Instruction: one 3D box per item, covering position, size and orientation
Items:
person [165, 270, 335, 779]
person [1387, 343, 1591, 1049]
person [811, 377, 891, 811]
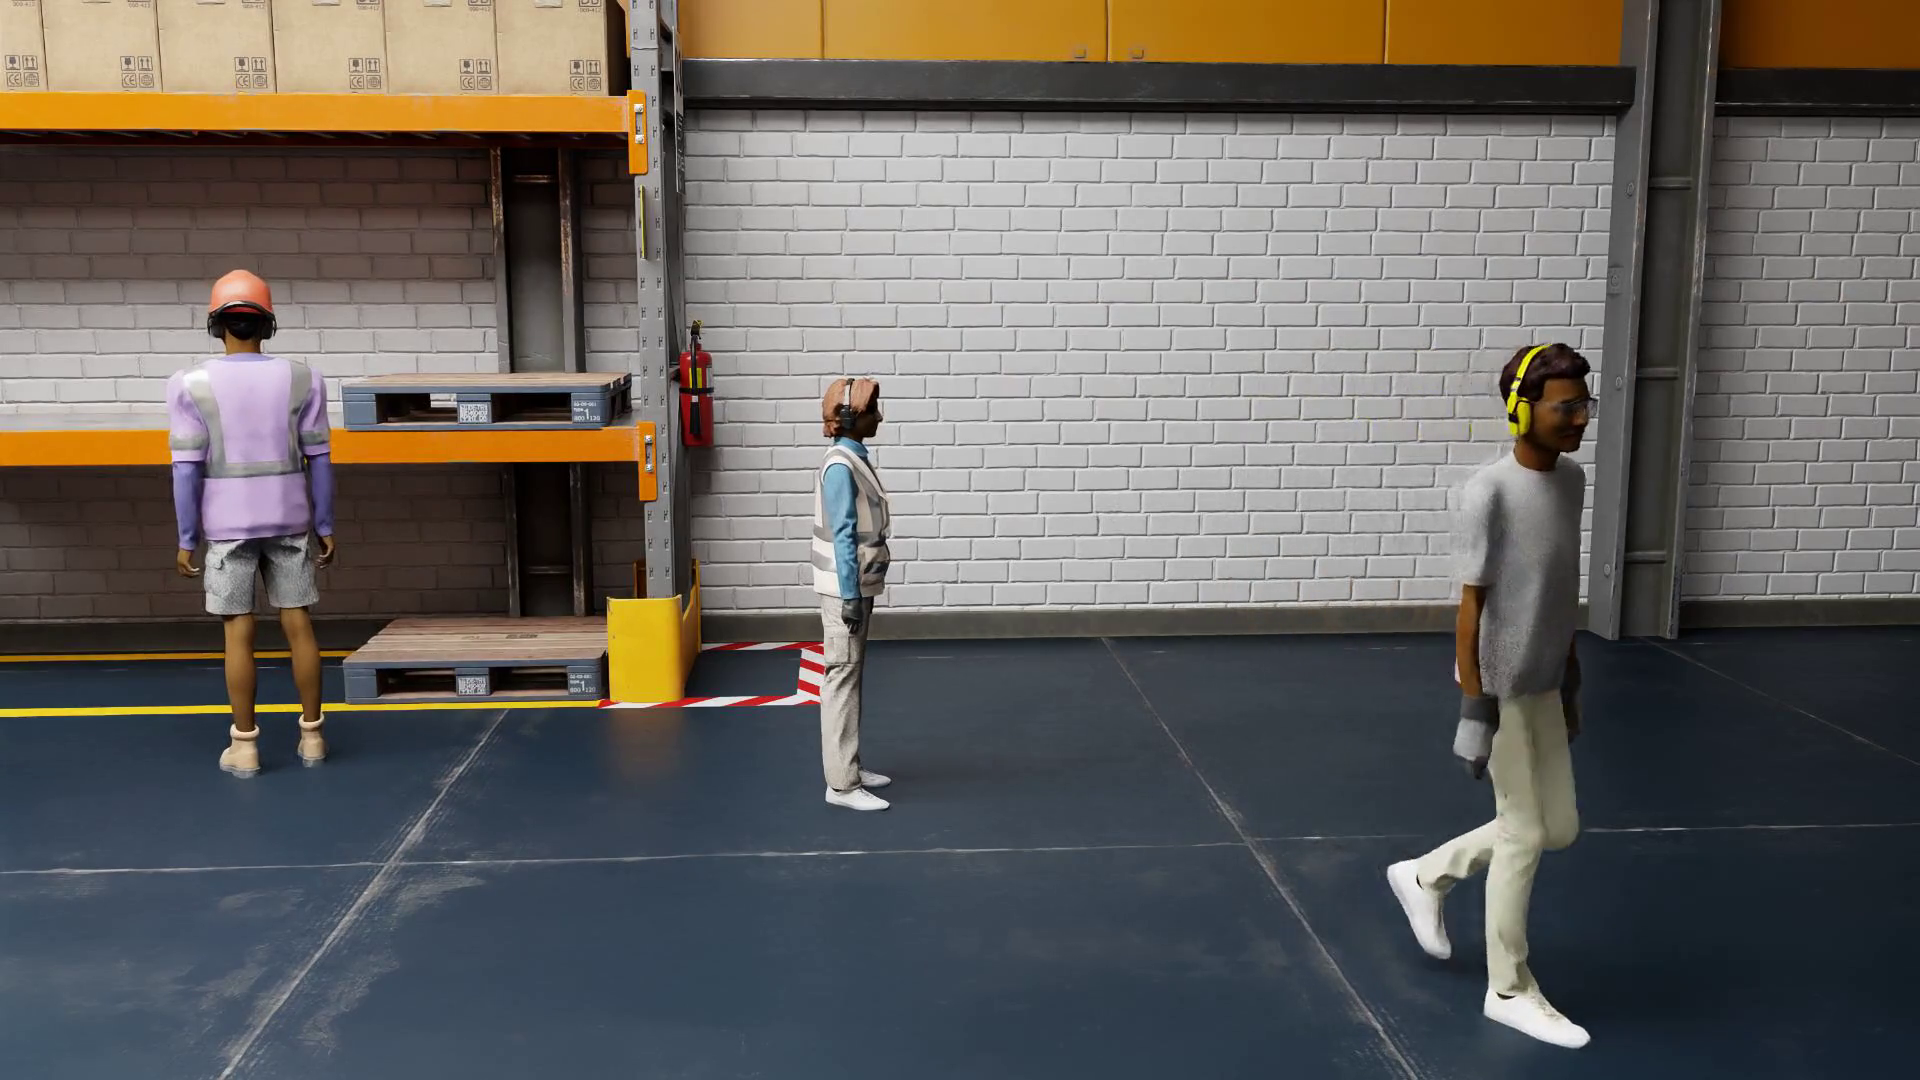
[{"bbox_3d":[-2.864,-0.064,6.754,0.615,2.040,0.391,-6,11,-34],"label":"person"},{"bbox_3d":[1.450,0.392,4.474,0.548,1.853,0.584,-8,12,-41],"label":"person"},{"bbox_3d":[-0.415,0.200,6.357,0.308,1.640,0.510,0,9,0],"label":"person"}]
